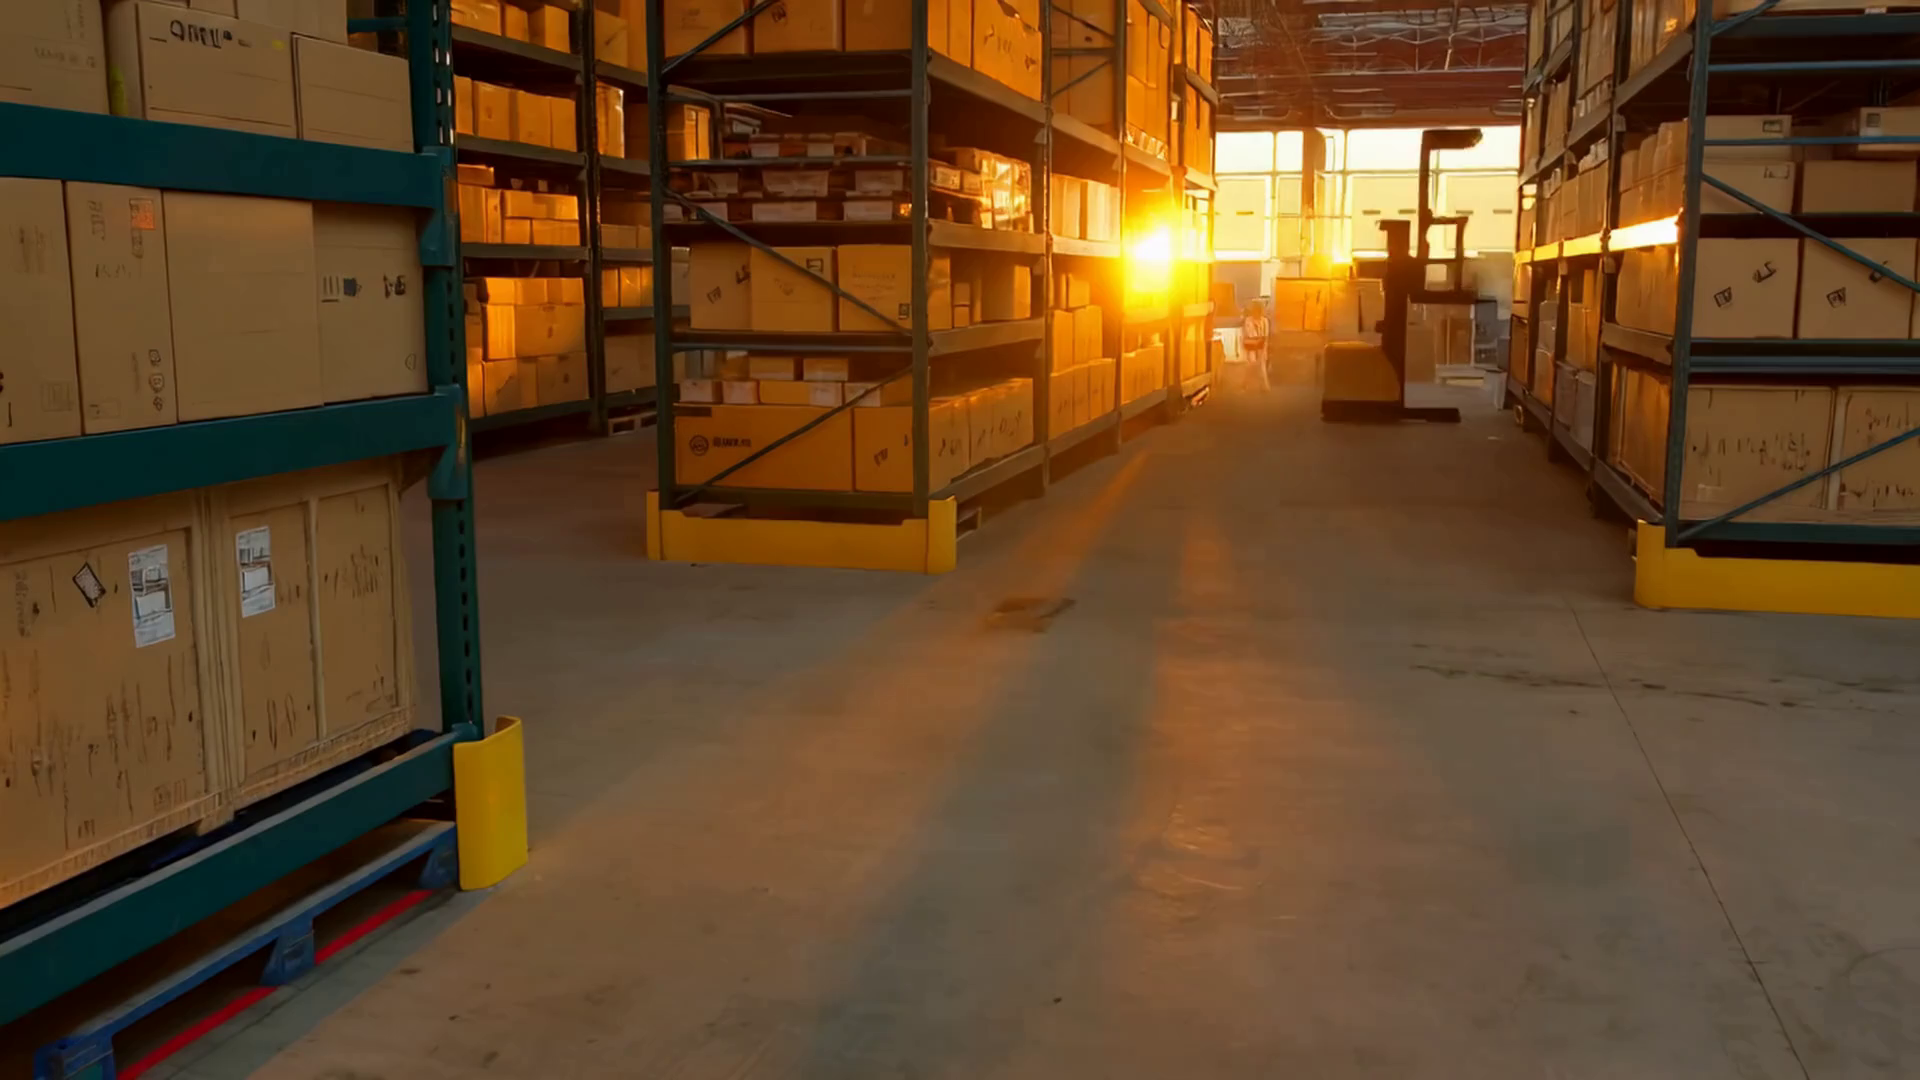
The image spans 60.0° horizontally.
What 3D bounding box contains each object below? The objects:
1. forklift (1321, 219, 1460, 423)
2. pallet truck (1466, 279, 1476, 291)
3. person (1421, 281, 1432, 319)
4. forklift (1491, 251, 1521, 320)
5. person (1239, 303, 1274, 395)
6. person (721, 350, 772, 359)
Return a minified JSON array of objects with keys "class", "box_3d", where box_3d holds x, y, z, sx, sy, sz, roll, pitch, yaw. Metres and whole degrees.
[{"class":"forklift","box_3d":[6.100,-3.087,23.384,1.873,2.768,1.129,2,9,15]},{"class":"pallet truck","box_3d":[18.896,-8.459,60.307,1.885,1.965,0.823,5,10,31]},{"class":"person","box_3d":[14.189,-6.809,50.039,0.639,1.932,0.364,4,10,23]},{"class":"forklift","box_3d":[16.039,-7.084,48.777,1.129,2.768,1.873,-2,9,-12]},{"class":"person","box_3d":[5.125,-3.313,28.911,0.528,1.580,0.878,-4,10,-22]},{"class":"person","box_3d":[-2.403,-1.858,18.901,0.655,1.827,0.444,3,9,19]}]
